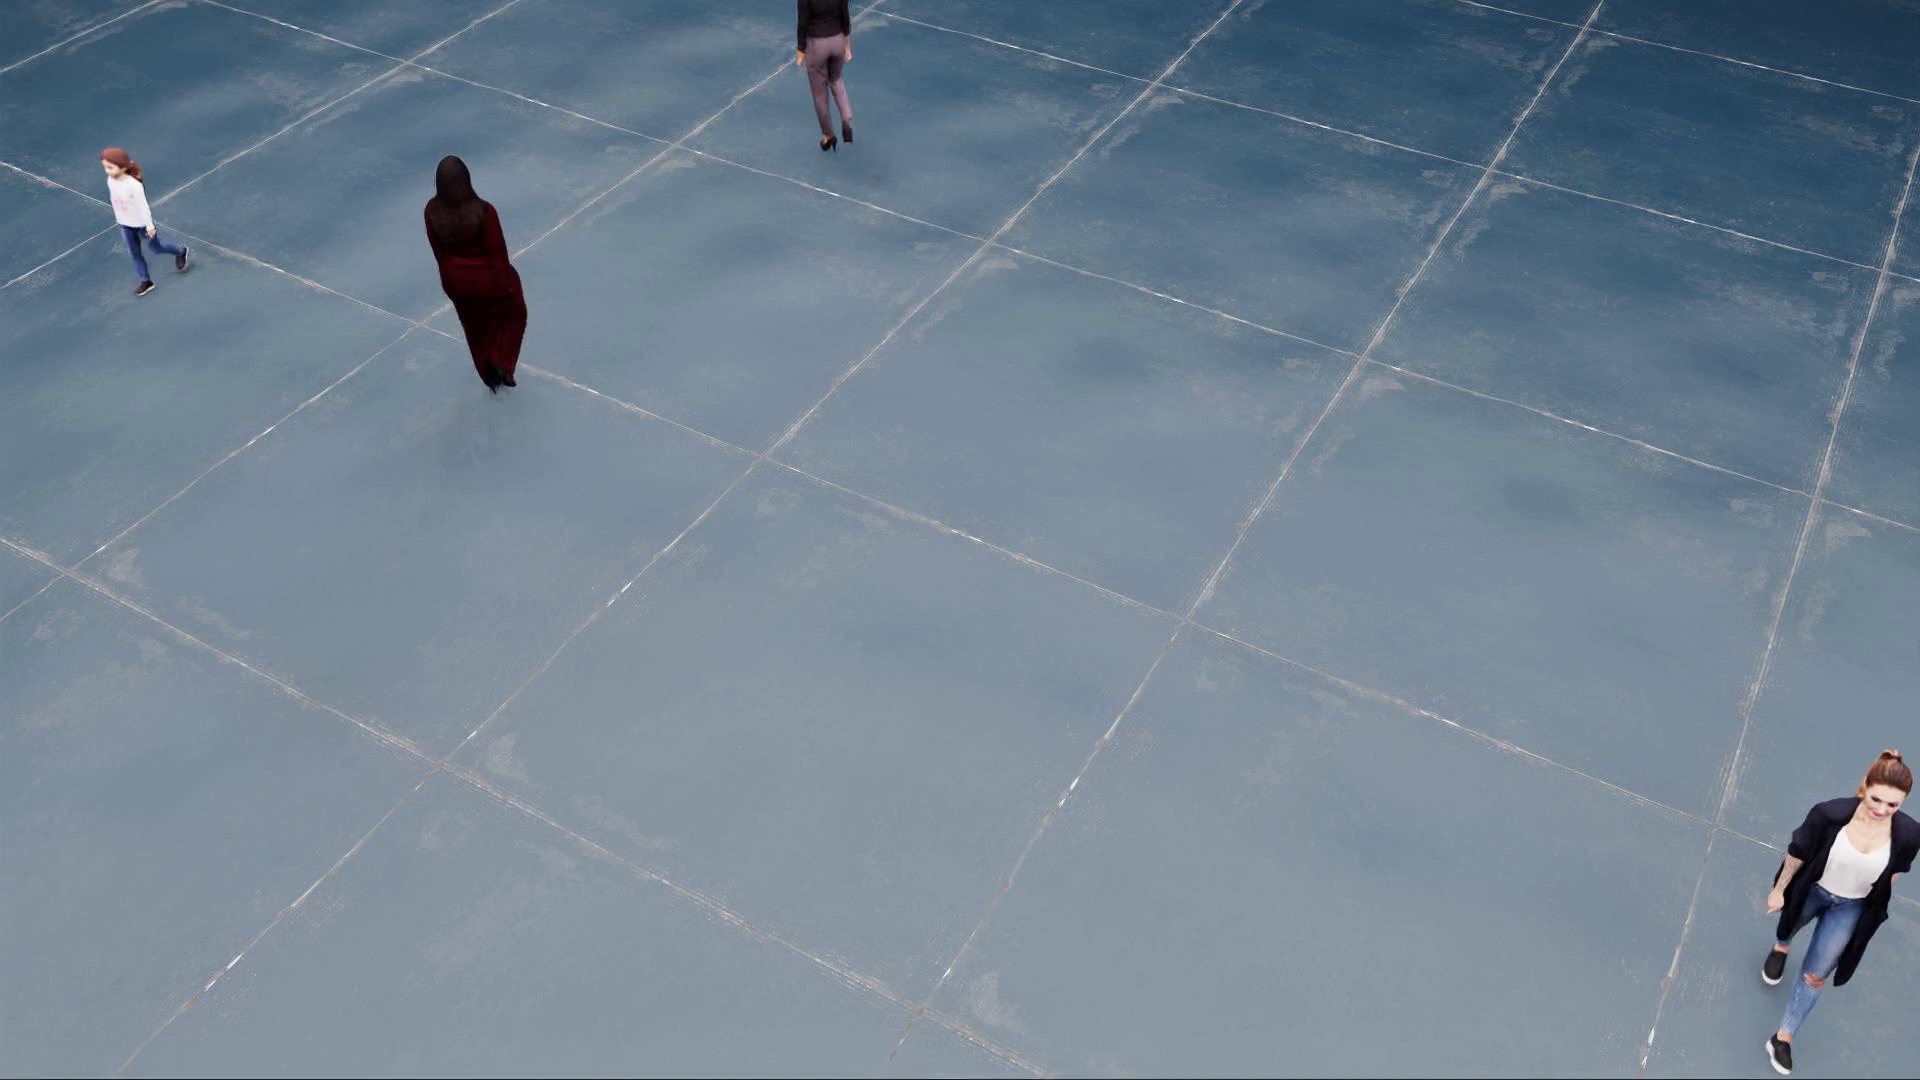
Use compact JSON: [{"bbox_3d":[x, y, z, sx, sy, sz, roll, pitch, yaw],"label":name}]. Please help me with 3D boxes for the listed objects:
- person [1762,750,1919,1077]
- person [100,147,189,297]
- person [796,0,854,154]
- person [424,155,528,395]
[{"bbox_3d":[3.849,1.490,7.360,0.656,1.647,1.023,19,46,20],"label":"person"},{"bbox_3d":[-5.900,-2.330,11.976,0.506,1.097,0.759,15,44,16],"label":"person"},{"bbox_3d":[-1.028,-3.820,13.196,0.692,1.662,0.778,-26,48,-25],"label":"person"},{"bbox_3d":[-3.131,-1.623,10.714,0.780,1.747,0.794,6,43,6],"label":"person"}]
